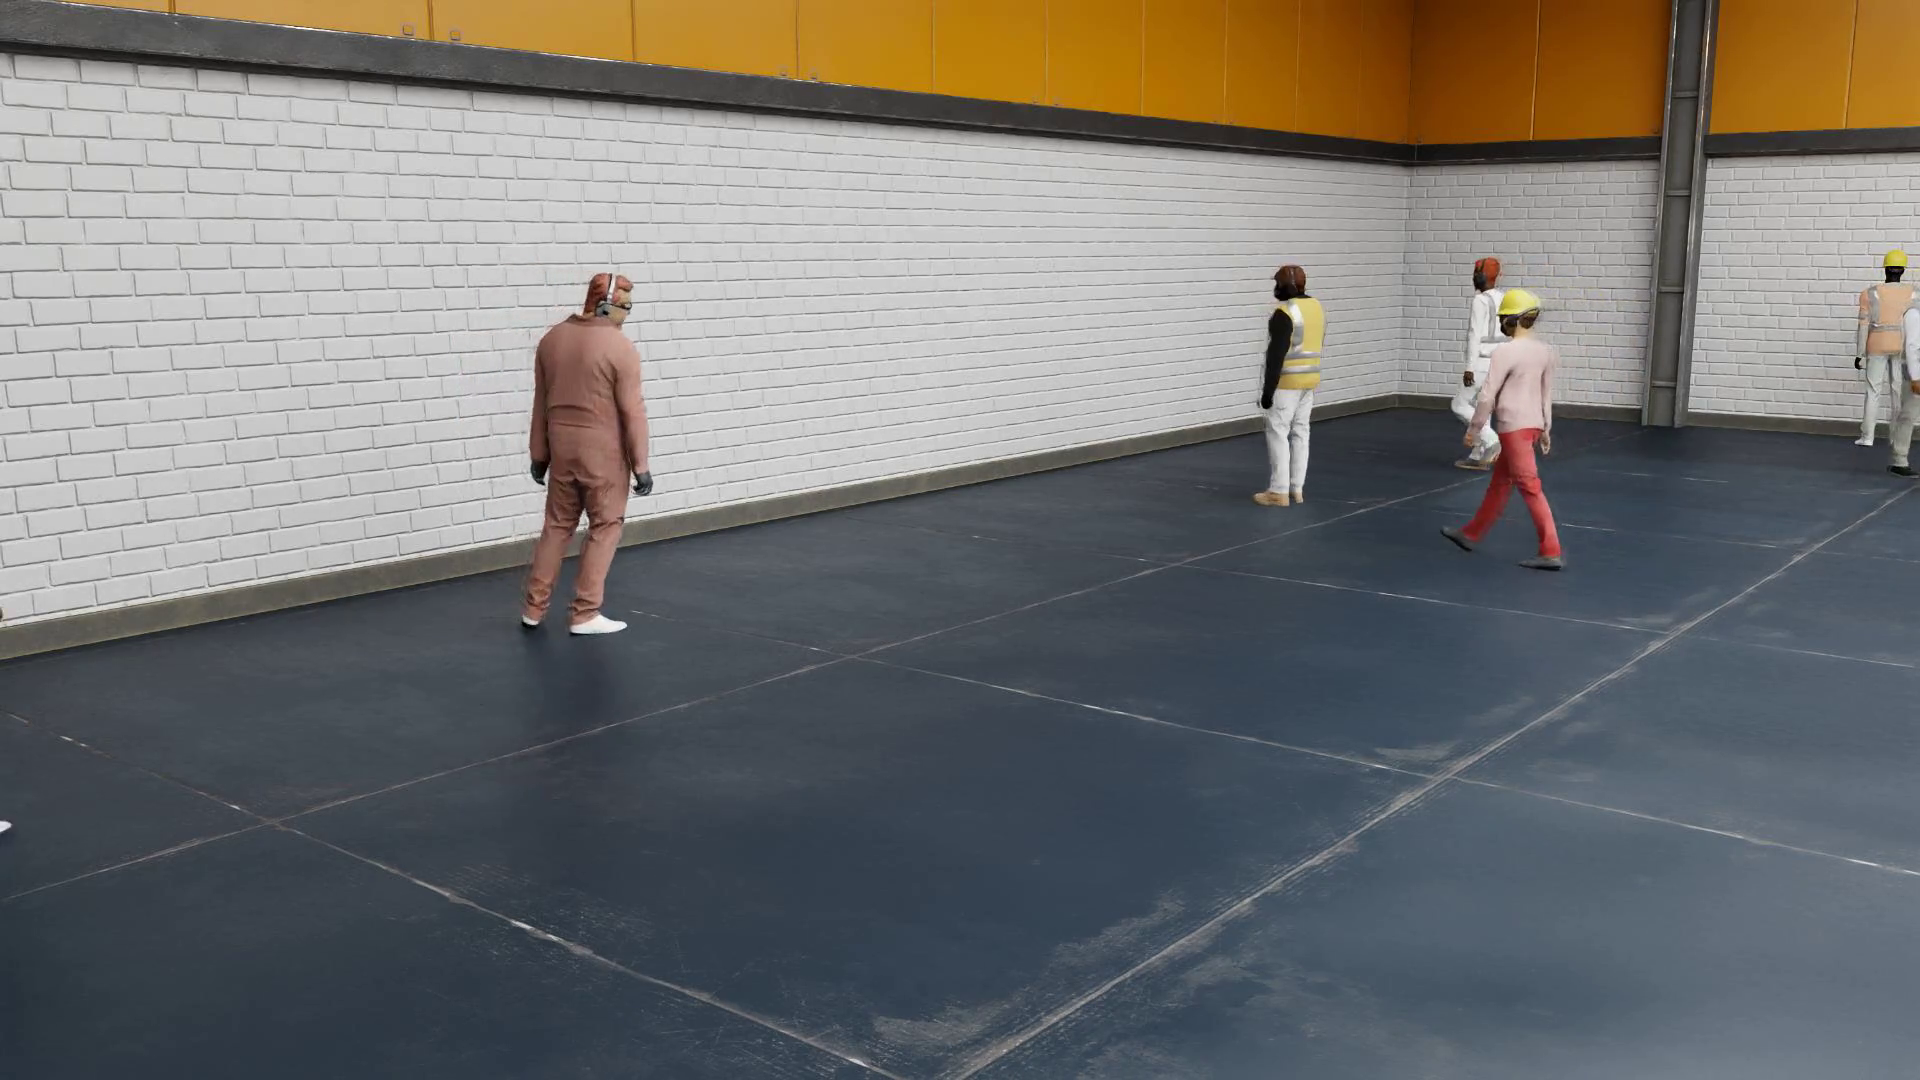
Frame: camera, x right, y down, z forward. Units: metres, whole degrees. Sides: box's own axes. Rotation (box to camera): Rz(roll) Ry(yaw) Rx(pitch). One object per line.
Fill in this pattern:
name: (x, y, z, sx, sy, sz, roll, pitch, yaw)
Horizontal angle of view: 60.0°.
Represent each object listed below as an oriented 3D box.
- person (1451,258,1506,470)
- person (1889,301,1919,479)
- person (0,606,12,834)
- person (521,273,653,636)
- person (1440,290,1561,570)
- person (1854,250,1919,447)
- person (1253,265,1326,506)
person: (4.564, -1.526, 14.554, 0.438, 1.871, 0.615, 8, 13, 39)
person: (8.179, -1.376, 13.917, 0.598, 1.802, 0.742, -2, 11, -13)
person: (-3.522, 0.169, 5.643, 0.621, 1.703, 0.343, 2, 10, 10)
person: (-1.912, -0.431, 8.527, 0.774, 1.862, 0.421, 5, 11, 26)
person: (3.419, -0.695, 10.406, 0.530, 1.708, 0.943, -9, 14, -42)
person: (9.055, -1.858, 16.240, 0.586, 1.928, 0.364, 3, 11, 15)
person: (2.525, -1.168, 12.720, 0.663, 1.832, 0.430, -10, 14, -43)
